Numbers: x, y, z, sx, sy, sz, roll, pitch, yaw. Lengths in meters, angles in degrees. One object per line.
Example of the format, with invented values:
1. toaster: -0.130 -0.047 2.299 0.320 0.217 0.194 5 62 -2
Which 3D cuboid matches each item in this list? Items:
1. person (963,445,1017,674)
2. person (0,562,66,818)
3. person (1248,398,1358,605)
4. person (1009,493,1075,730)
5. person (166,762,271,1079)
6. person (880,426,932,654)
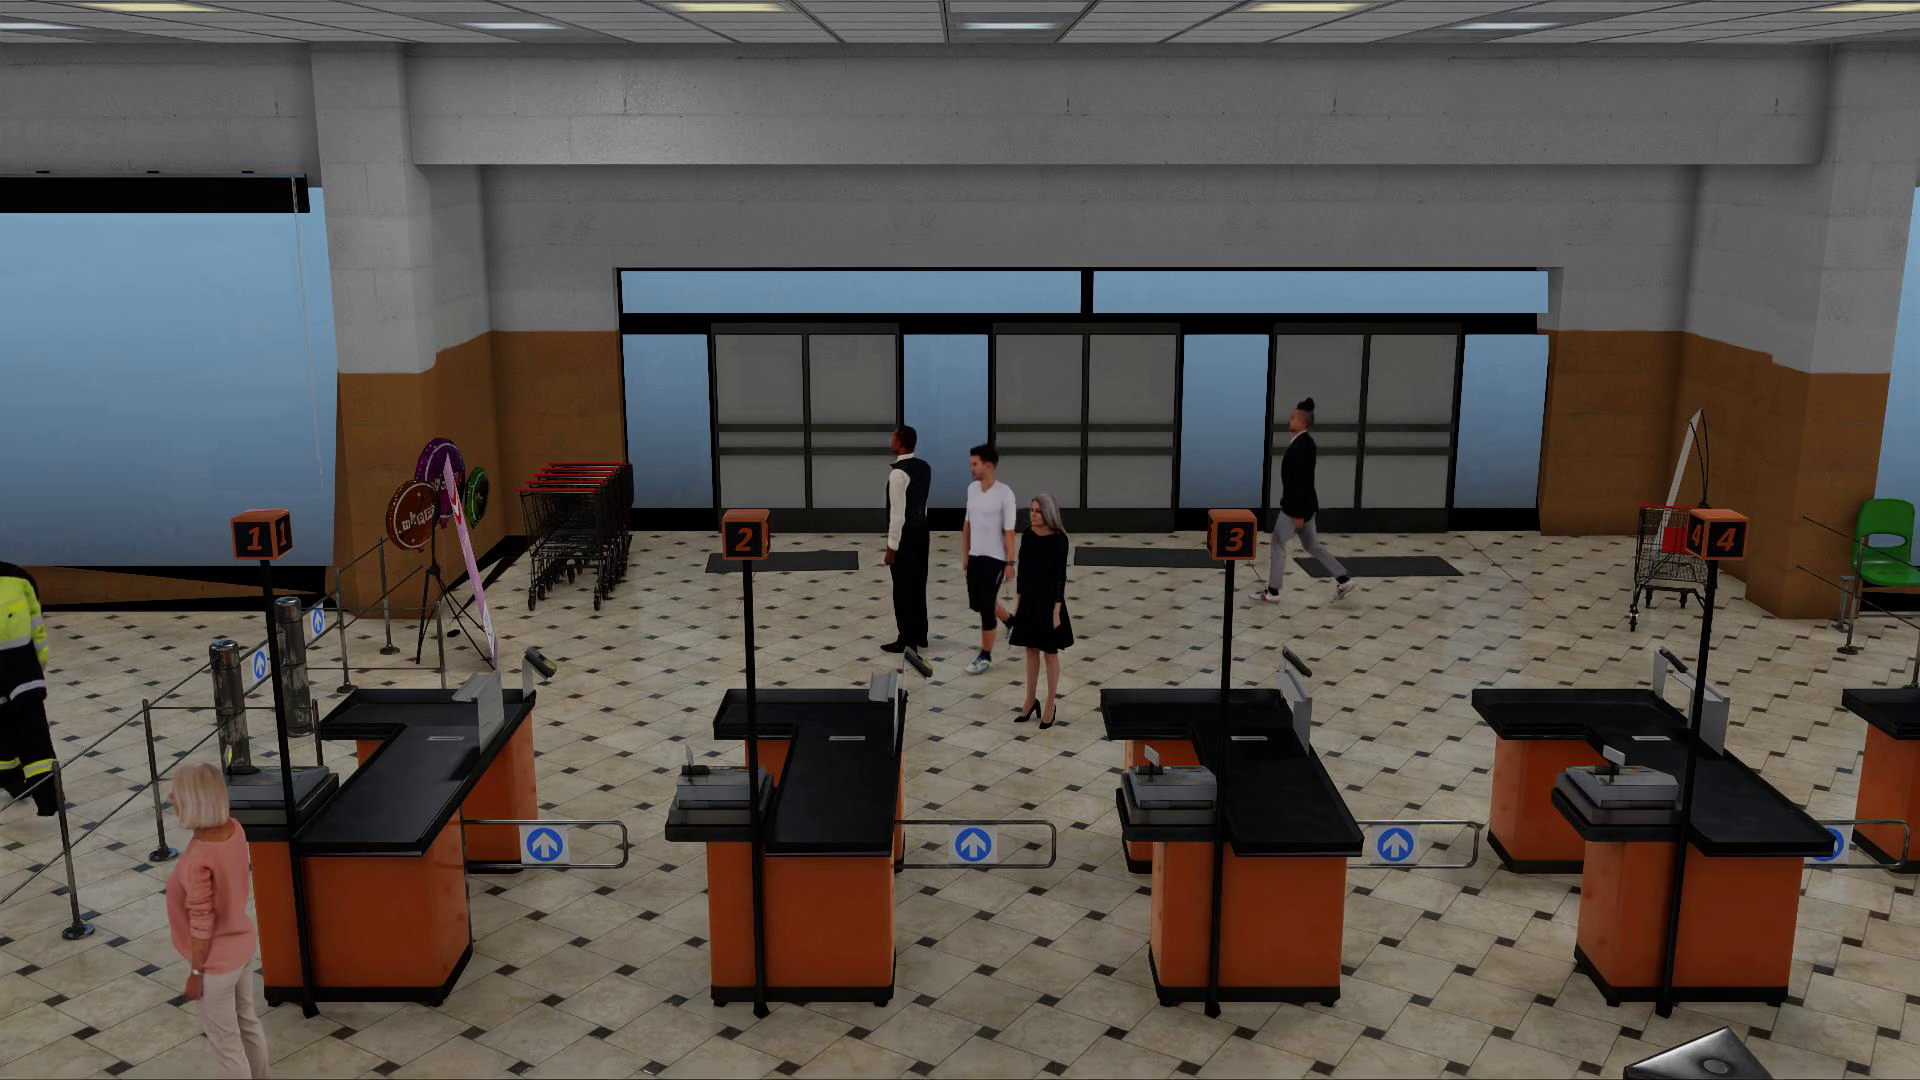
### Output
1. person: 0.279 0.130 13.518 1.067 1.833 1.116 12 18 40
2. person: -6.119 0.807 10.548 1.257 1.918 1.367 -12 18 -40
3. person: 3.205 -0.320 15.195 1.049 1.917 1.239 5 15 21
4. person: 0.587 0.507 12.144 0.697 1.747 0.749 12 18 40
5. person: -3.146 1.749 7.072 0.660 1.724 0.460 0 14 -2
6. person: -0.433 -0.010 13.913 0.836 1.919 0.703 7 15 27
